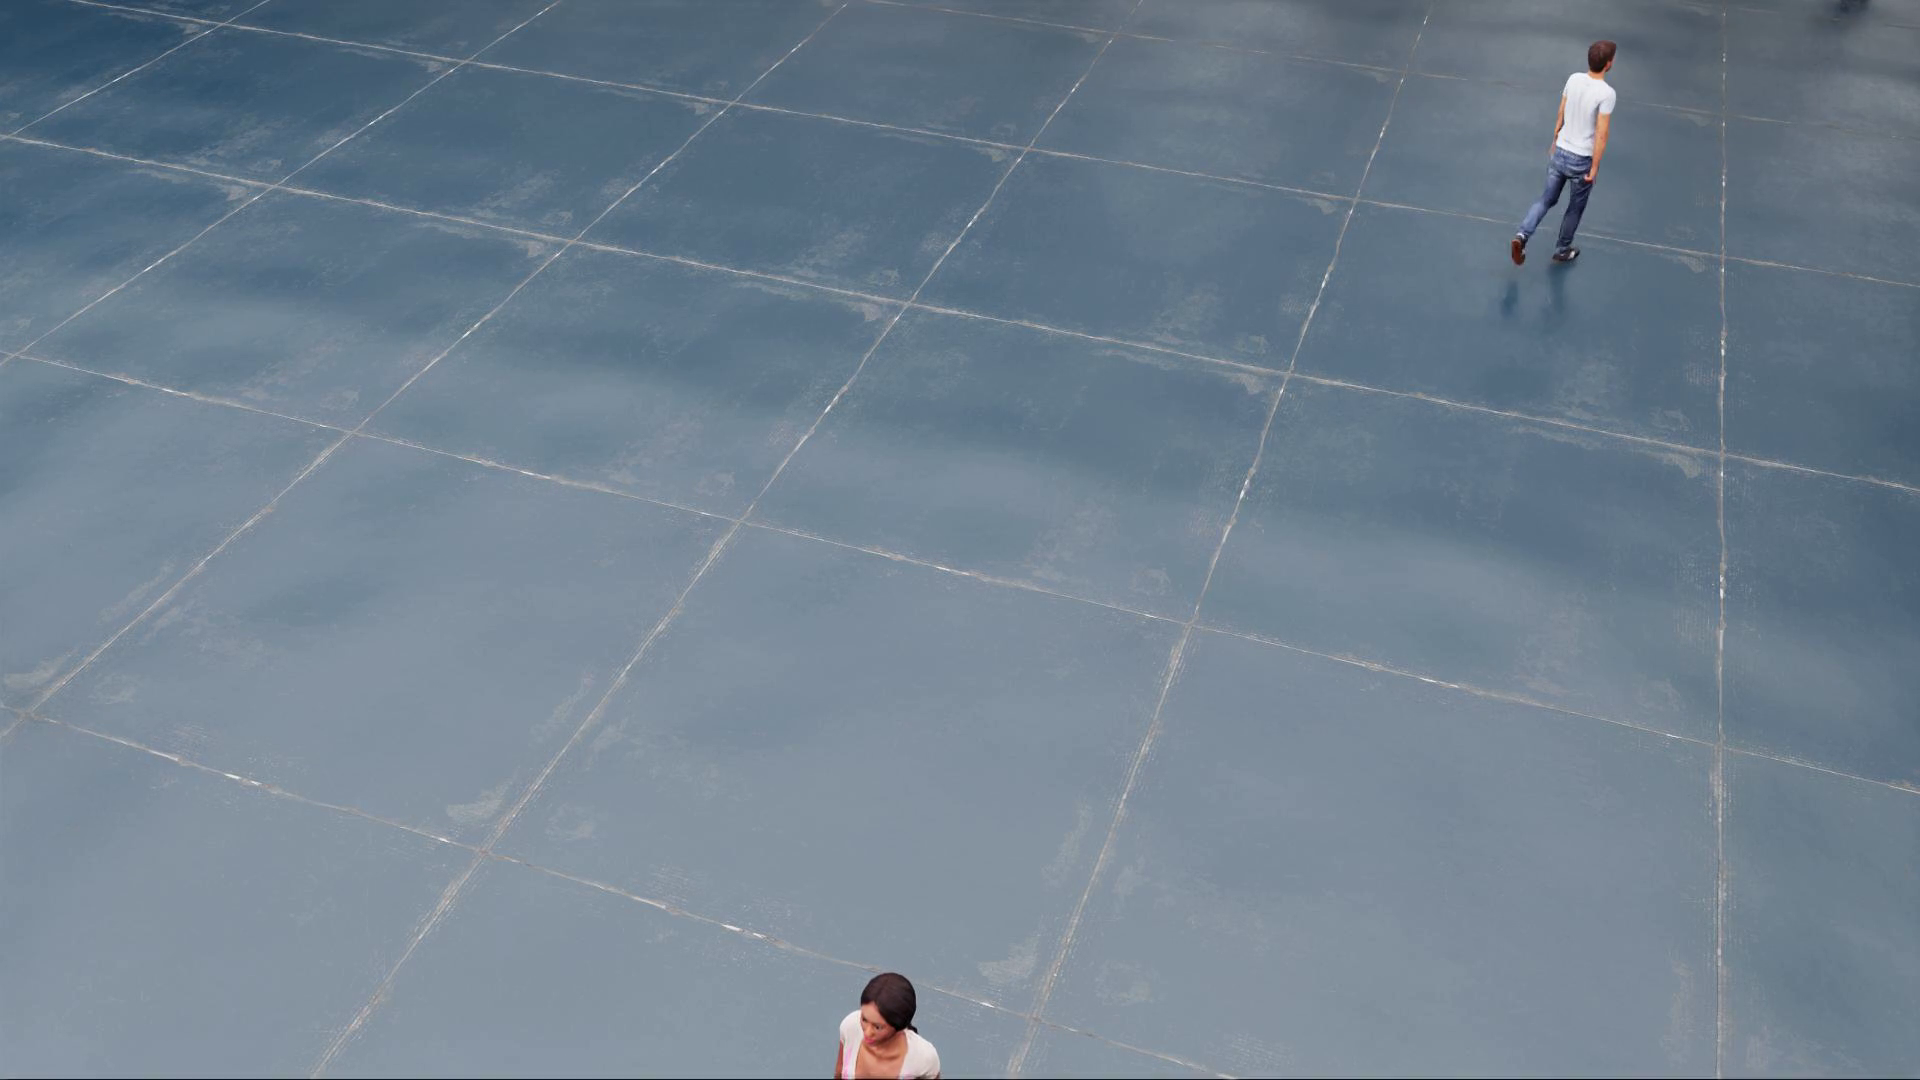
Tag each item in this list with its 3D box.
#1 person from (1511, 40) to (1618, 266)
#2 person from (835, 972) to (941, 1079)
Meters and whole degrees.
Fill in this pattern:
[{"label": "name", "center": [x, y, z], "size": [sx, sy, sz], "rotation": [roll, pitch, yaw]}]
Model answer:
[{"label": "person", "center": [4.720, -2.964, 12.948], "size": [1.109, 1.847, 0.946], "rotation": [-26, 45, -29]}, {"label": "person", "center": [-0.276, 2.252, 6.368], "size": [0.597, 1.740, 0.535], "rotation": [17, 41, 20]}]
